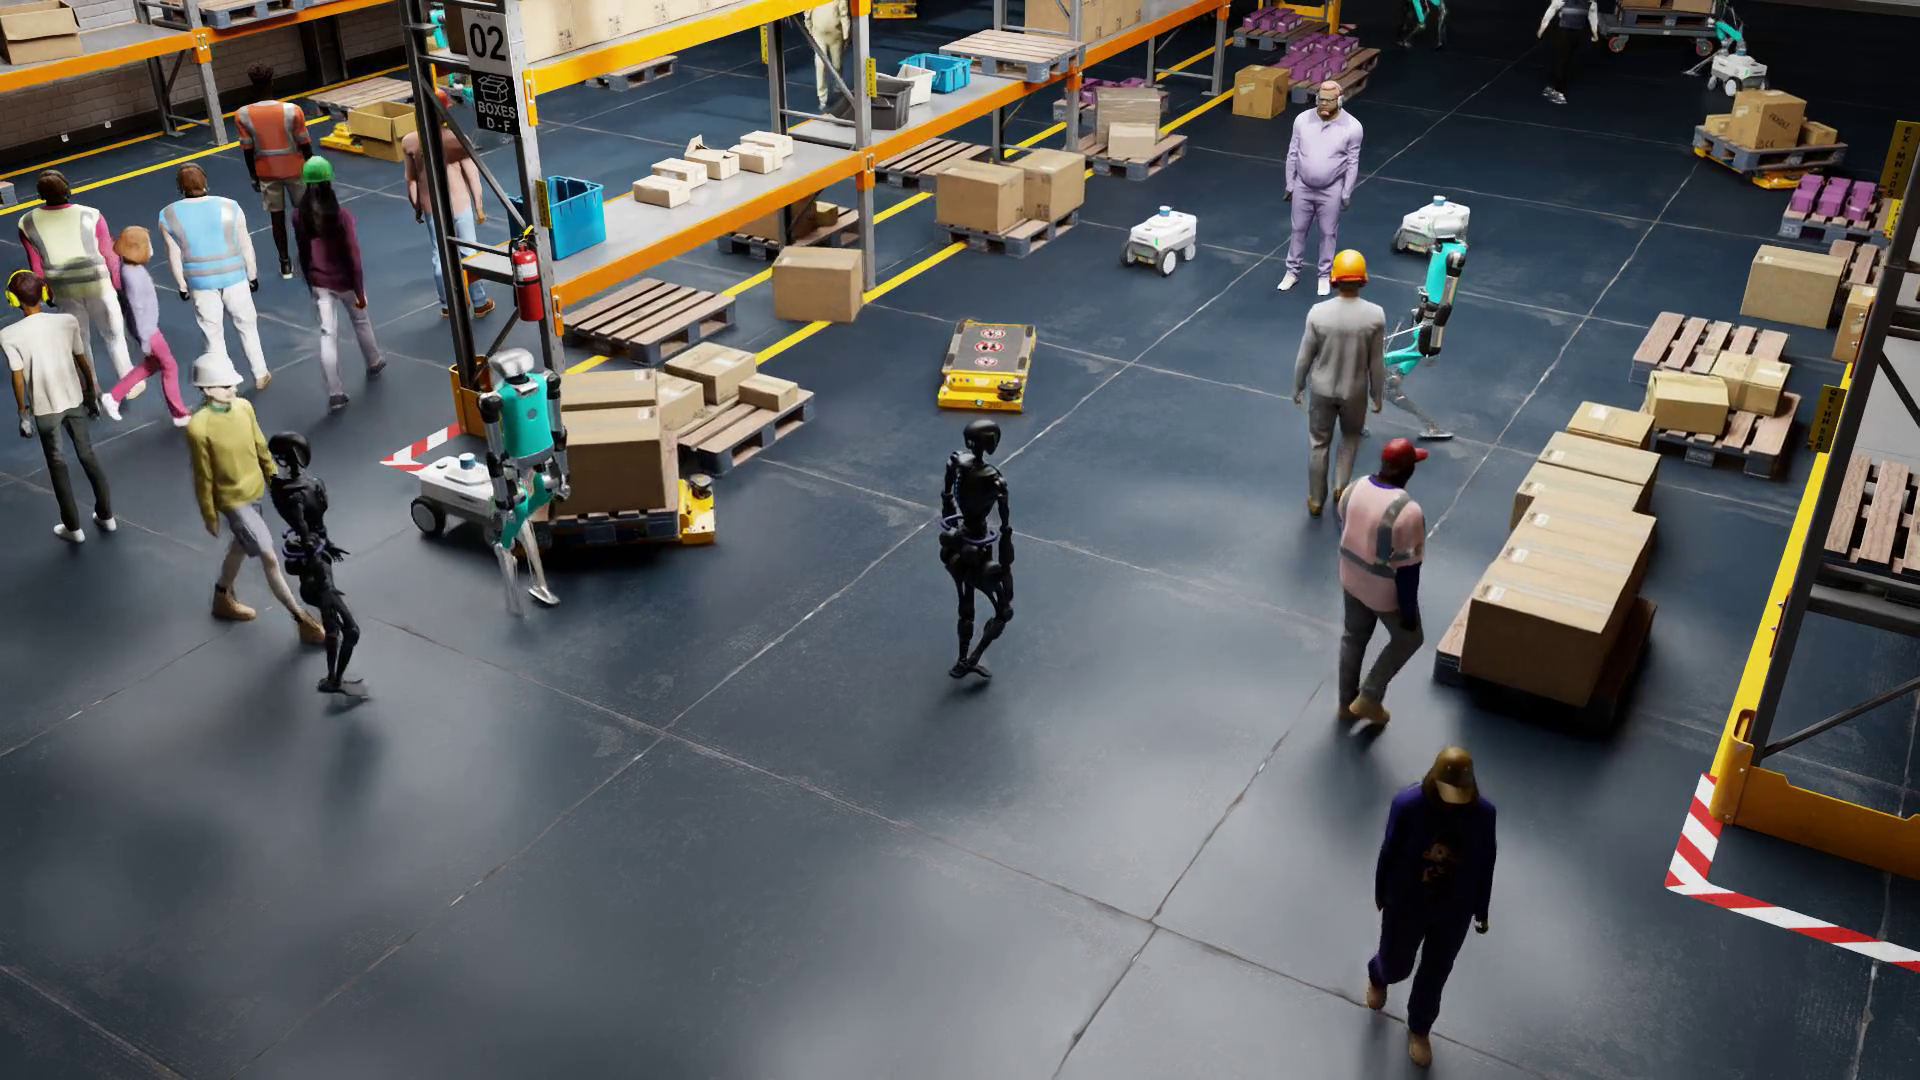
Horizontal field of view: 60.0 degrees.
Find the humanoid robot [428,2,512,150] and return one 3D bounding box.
[{"bbox_3d":[-5.481,-5.222,18.786,0.774,1.888,0.550,-14,32,-23],"label":"humanoid robot"}]

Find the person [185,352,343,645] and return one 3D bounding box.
[{"bbox_3d":[-4.222,-0.261,9.821,1.003,1.833,0.485,8,31,14],"label":"person"}]

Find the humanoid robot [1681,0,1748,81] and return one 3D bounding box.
[{"bbox_3d":[9.994,-6.817,21.543,0.914,1.780,0.567,17,34,27],"label":"humanoid robot"}]

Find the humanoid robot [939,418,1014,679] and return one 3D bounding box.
[{"bbox_3d":[0.070,0.063,9.405,0.357,1.648,0.608,-22,36,-34],"label":"humanoid robot"}]

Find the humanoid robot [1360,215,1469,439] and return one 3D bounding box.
[{"bbox_3d":[3.181,-1.503,12.155,1.019,1.774,0.535,2,30,3],"label":"humanoid robot"}]

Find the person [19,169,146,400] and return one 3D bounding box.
[{"bbox_3d":[-6.736,-1.938,12.770,0.625,1.846,0.429,-8,31,-14],"label":"person"}]

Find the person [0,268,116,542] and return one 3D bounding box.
[{"bbox_3d":[-5.909,-0.873,10.880,0.352,1.856,0.517,21,36,33],"label":"person"}]

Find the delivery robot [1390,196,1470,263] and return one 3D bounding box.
[{"bbox_3d":[4.536,-2.979,15.935,0.799,0.608,0.499,-24,37,-36],"label":"delivery robot"}]

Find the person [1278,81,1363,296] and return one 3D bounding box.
[{"bbox_3d":[3.192,-3.126,14.809,0.639,1.908,0.413,12,32,20],"label":"person"}]

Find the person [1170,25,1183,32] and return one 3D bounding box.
[{"bbox_3d":[3.027,-8.147,23.877,0.661,1.711,0.587,-22,36,-33],"label":"person"}]

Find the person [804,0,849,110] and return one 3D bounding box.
[{"bbox_3d":[-1.637,-6.248,20.512,0.558,1.718,0.724,-1,30,-2],"label":"person"}]

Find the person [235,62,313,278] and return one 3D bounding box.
[{"bbox_3d":[-6.177,-3.355,15.154,0.605,1.966,0.368,-8,30,-14],"label":"person"}]

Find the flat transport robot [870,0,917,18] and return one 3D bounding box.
[{"bbox_3d":[-1.028,-8.223,25.489,0.659,0.231,1.431,-2,30,-4],"label":"flat transport robot"}]

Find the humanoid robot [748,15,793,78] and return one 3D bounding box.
[{"bbox_3d":[-2.470,-6.829,21.586,0.591,1.645,0.415,-3,30,-5],"label":"humanoid robot"}]

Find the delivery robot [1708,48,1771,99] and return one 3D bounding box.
[{"bbox_3d":[9.905,-5.940,21.142,0.506,0.579,0.751,-7,30,-12],"label":"delivery robot"}]

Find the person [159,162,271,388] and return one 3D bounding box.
[{"bbox_3d":[-5.778,-2.025,12.924,0.625,1.846,0.429,-13,32,-22],"label":"person"}]

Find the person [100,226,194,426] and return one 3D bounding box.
[{"bbox_3d":[-6.102,-1.545,12.305,0.653,1.603,0.539,-14,32,-23],"label":"person"}]

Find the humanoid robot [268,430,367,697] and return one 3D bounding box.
[{"bbox_3d":[-3.584,0.130,9.280,0.321,1.652,0.596,-10,31,-16],"label":"humanoid robot"}]

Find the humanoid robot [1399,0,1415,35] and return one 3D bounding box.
[{"bbox_3d":[6.558,-8.136,23.906,0.596,1.641,0.539,23,37,35],"label":"humanoid robot"}]

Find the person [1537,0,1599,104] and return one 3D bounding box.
[{"bbox_3d":[7.566,-6.288,20.597,0.762,1.713,0.735,-12,32,-20],"label":"person"}]

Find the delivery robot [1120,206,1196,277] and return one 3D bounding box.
[{"bbox_3d":[1.904,-2.840,15.666,0.499,0.586,0.773,23,36,34],"label":"delivery robot"}]

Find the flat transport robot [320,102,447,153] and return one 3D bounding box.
[{"bbox_3d":[-6.717,-4.837,19.497,0.659,0.231,1.431,16,33,26],"label":"flat transport robot"}]

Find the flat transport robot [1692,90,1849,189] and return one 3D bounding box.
[{"bbox_3d":[8.787,-4.163,18.306,0.659,0.231,1.431,-5,30,-9],"label":"flat transport robot"}]

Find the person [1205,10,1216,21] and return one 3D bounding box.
[{"bbox_3d":[3.767,-8.536,24.453,0.540,1.827,0.548,21,36,32],"label":"person"}]

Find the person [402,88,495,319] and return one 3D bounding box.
[{"bbox_3d":[-4.398,-2.881,14.289,0.618,1.990,0.392,0,29,-1],"label":"person"}]

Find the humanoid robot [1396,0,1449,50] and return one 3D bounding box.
[{"bbox_3d":[6.481,-7.546,22.852,0.536,1.763,1.007,-16,33,-26],"label":"humanoid robot"}]

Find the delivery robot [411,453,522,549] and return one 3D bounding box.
[{"bbox_3d":[-3.285,-0.303,11.178,0.773,0.586,0.499,16,33,26],"label":"delivery robot"}]

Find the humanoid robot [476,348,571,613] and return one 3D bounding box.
[{"bbox_3d":[-2.698,-0.339,10.107,0.675,1.858,0.541,25,38,37],"label":"humanoid robot"}]

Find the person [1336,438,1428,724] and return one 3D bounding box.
[{"bbox_3d":[2.281,0.250,9.003,0.446,1.739,0.650,-15,33,-25],"label":"person"}]

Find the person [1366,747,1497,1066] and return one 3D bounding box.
[{"bbox_3d":[1.960,1.500,6.919,0.453,1.606,0.433,2,30,3],"label":"person"}]

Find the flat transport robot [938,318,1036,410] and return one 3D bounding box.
[{"bbox_3d":[0.235,-1.432,13.475,0.659,0.231,1.431,4,30,6],"label":"flat transport robot"}]

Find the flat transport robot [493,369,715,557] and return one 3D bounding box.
[{"bbox_3d":[-2.387,-0.164,11.231,1.431,0.231,0.659,-4,30,-8],"label":"flat transport robot"}]

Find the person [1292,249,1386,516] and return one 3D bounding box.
[{"bbox_3d":[2.536,-1.041,11.148,0.600,1.876,0.446,5,30,9],"label":"person"}]

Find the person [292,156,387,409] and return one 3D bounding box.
[{"bbox_3d":[-4.844,-2.019,12.868,0.495,1.890,1.029,-2,30,-4],"label":"person"}]
